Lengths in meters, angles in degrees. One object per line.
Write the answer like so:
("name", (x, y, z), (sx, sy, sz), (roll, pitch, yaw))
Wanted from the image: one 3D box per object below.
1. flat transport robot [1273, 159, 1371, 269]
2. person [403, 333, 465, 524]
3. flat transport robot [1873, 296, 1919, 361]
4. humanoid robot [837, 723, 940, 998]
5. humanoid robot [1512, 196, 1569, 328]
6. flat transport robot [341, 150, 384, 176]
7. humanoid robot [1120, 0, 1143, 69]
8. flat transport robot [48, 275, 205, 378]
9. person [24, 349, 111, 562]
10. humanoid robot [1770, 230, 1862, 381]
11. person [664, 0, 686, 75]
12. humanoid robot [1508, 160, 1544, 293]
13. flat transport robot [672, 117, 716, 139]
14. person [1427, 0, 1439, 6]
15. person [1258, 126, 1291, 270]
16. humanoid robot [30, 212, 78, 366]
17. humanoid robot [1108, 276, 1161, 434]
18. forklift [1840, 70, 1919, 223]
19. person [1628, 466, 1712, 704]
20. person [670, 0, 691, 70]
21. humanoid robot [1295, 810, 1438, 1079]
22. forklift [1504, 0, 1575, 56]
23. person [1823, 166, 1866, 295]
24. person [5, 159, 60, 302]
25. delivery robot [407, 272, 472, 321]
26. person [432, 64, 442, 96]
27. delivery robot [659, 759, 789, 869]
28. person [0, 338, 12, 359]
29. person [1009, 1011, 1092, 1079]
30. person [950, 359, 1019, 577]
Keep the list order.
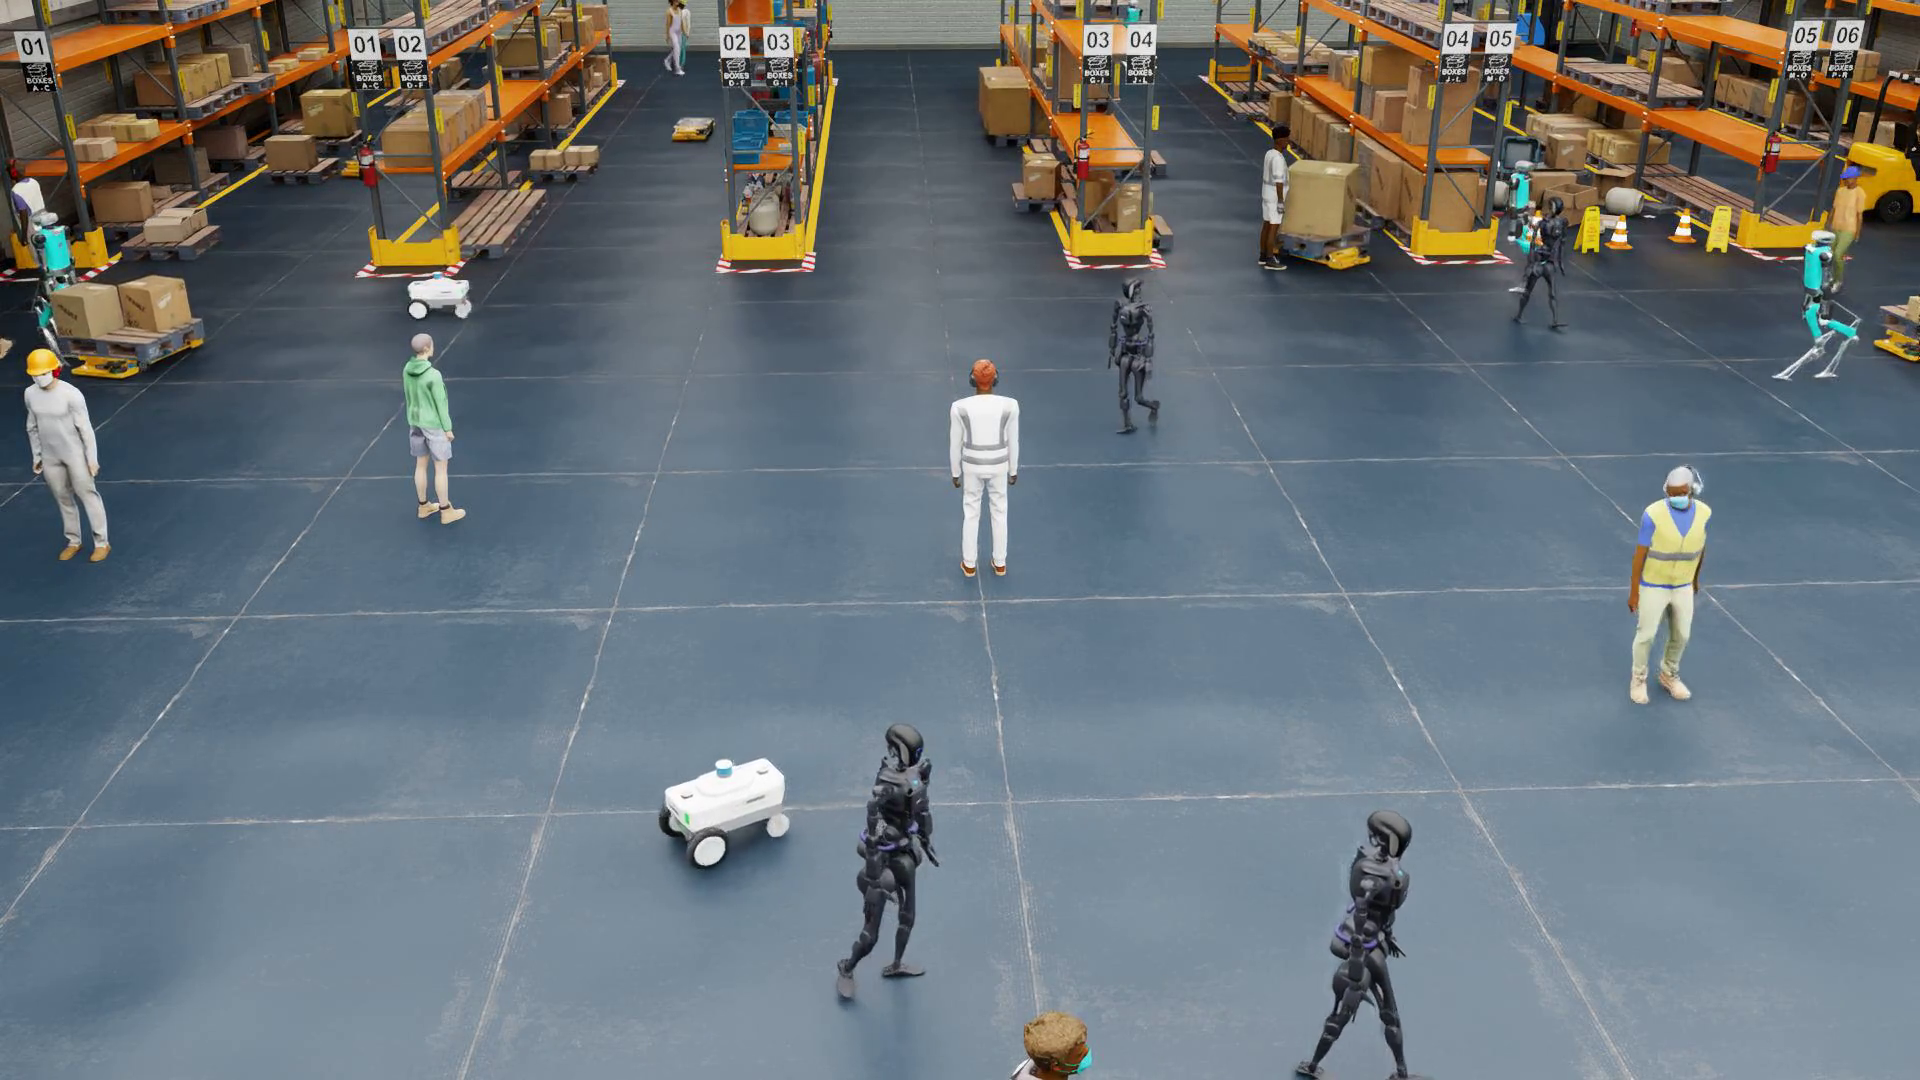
("flat transport robot", (5.087, -4.147, 23.790), (0.659, 0.231, 1.431), (-19, 30, -36))
("person", (-4.764, -1.000, 14.922), (0.469, 1.734, 0.325), (13, 27, 27))
("flat transport robot", (11.689, -2.330, 19.708), (1.431, 0.231, 0.659), (-4, 24, -9))
("humanoid robot", (-0.406, 1.690, 8.949), (0.467, 1.648, 0.618), (16, 28, 31))
("humanoid robot", (7.210, -3.413, 20.451), (0.589, 1.621, 0.760), (-11, 26, -23))
("flat transport robot", (-10.427, -6.689, 29.502), (0.659, 0.231, 1.431), (0, 24, -1))
("humanoid robot", (3.869, -11.921, 39.483), (0.535, 1.772, 0.971), (-16, 28, -31))
("flat transport robot", (-9.587, -2.193, 19.400), (0.659, 0.231, 1.431), (6, 25, 13))
("person", (-7.595, -0.720, 14.104), (0.569, 1.889, 0.389), (2, 24, 5))
("humanoid robot", (9.625, -2.538, 18.402), (0.909, 1.783, 0.541), (0, 24, 1))
("person", (-6.843, -12.070, 39.680), (0.758, 1.827, 0.522), (14, 27, 28))
("humanoid robot", (7.466, -3.976, 21.733), (0.727, 1.892, 0.539), (16, 29, 32))
("flat transport robot", (-5.214, -8.071, 32.607), (0.659, 0.231, 1.431), (0, 24, 0))
("person", (11.983, -13.150, 42.146), (0.444, 1.789, 0.629), (-13, 27, -27))
("person", (4.374, -4.751, 23.065), (0.368, 1.965, 0.605), (-3, 24, -6))
("humanoid robot", (-10.497, -2.872, 19.124), (0.672, 1.805, 0.534), (5, 25, 12))
("humanoid robot", (1.819, -1.921, 17.061), (0.556, 1.635, 0.608), (-21, 31, -38))
("forklift", (15.132, -6.143, 25.915), (2.313, 2.155, 1.214), (-1, 24, -2))
("person", (4.996, 0.327, 11.787), (0.564, 1.854, 0.460), (0, 24, -1))
("person", (-6.788, -12.286, 40.301), (0.615, 1.721, 0.365), (5, 25, 12))
("humanoid robot", (2.059, 2.052, 8.155), (0.726, 1.630, 0.615), (14, 27, 28))
("forklift", (14.700, -13.805, 42.301), (1.873, 2.768, 1.129), (-1, 24, -2))
("person", (11.551, -4.045, 21.793), (0.470, 1.693, 0.461), (-9, 25, -19))
("person", (-11.994, -4.012, 21.547), (0.393, 1.846, 0.562), (-1, 24, -3))
("delivery robot", (-6.617, -3.090, 21.085), (0.816, 0.612, 0.499), (-2, 24, -4))
("person", (-11.139, -9.762, 34.681), (0.555, 1.664, 0.764), (0, 24, -1))
("delivery robot", (-1.474, 1.653, 10.391), (0.764, 0.582, 0.499), (-15, 28, -30))
("person", (-11.502, -2.833, 19.053), (0.826, 1.737, 0.552), (-14, 28, -29))
("person", (0.341, 2.636, 6.526), (0.378, 1.917, 0.488), (-5, 24, -11))
("person", (0.201, -0.587, 13.822), (0.566, 1.878, 0.353), (0, 24, 0))
